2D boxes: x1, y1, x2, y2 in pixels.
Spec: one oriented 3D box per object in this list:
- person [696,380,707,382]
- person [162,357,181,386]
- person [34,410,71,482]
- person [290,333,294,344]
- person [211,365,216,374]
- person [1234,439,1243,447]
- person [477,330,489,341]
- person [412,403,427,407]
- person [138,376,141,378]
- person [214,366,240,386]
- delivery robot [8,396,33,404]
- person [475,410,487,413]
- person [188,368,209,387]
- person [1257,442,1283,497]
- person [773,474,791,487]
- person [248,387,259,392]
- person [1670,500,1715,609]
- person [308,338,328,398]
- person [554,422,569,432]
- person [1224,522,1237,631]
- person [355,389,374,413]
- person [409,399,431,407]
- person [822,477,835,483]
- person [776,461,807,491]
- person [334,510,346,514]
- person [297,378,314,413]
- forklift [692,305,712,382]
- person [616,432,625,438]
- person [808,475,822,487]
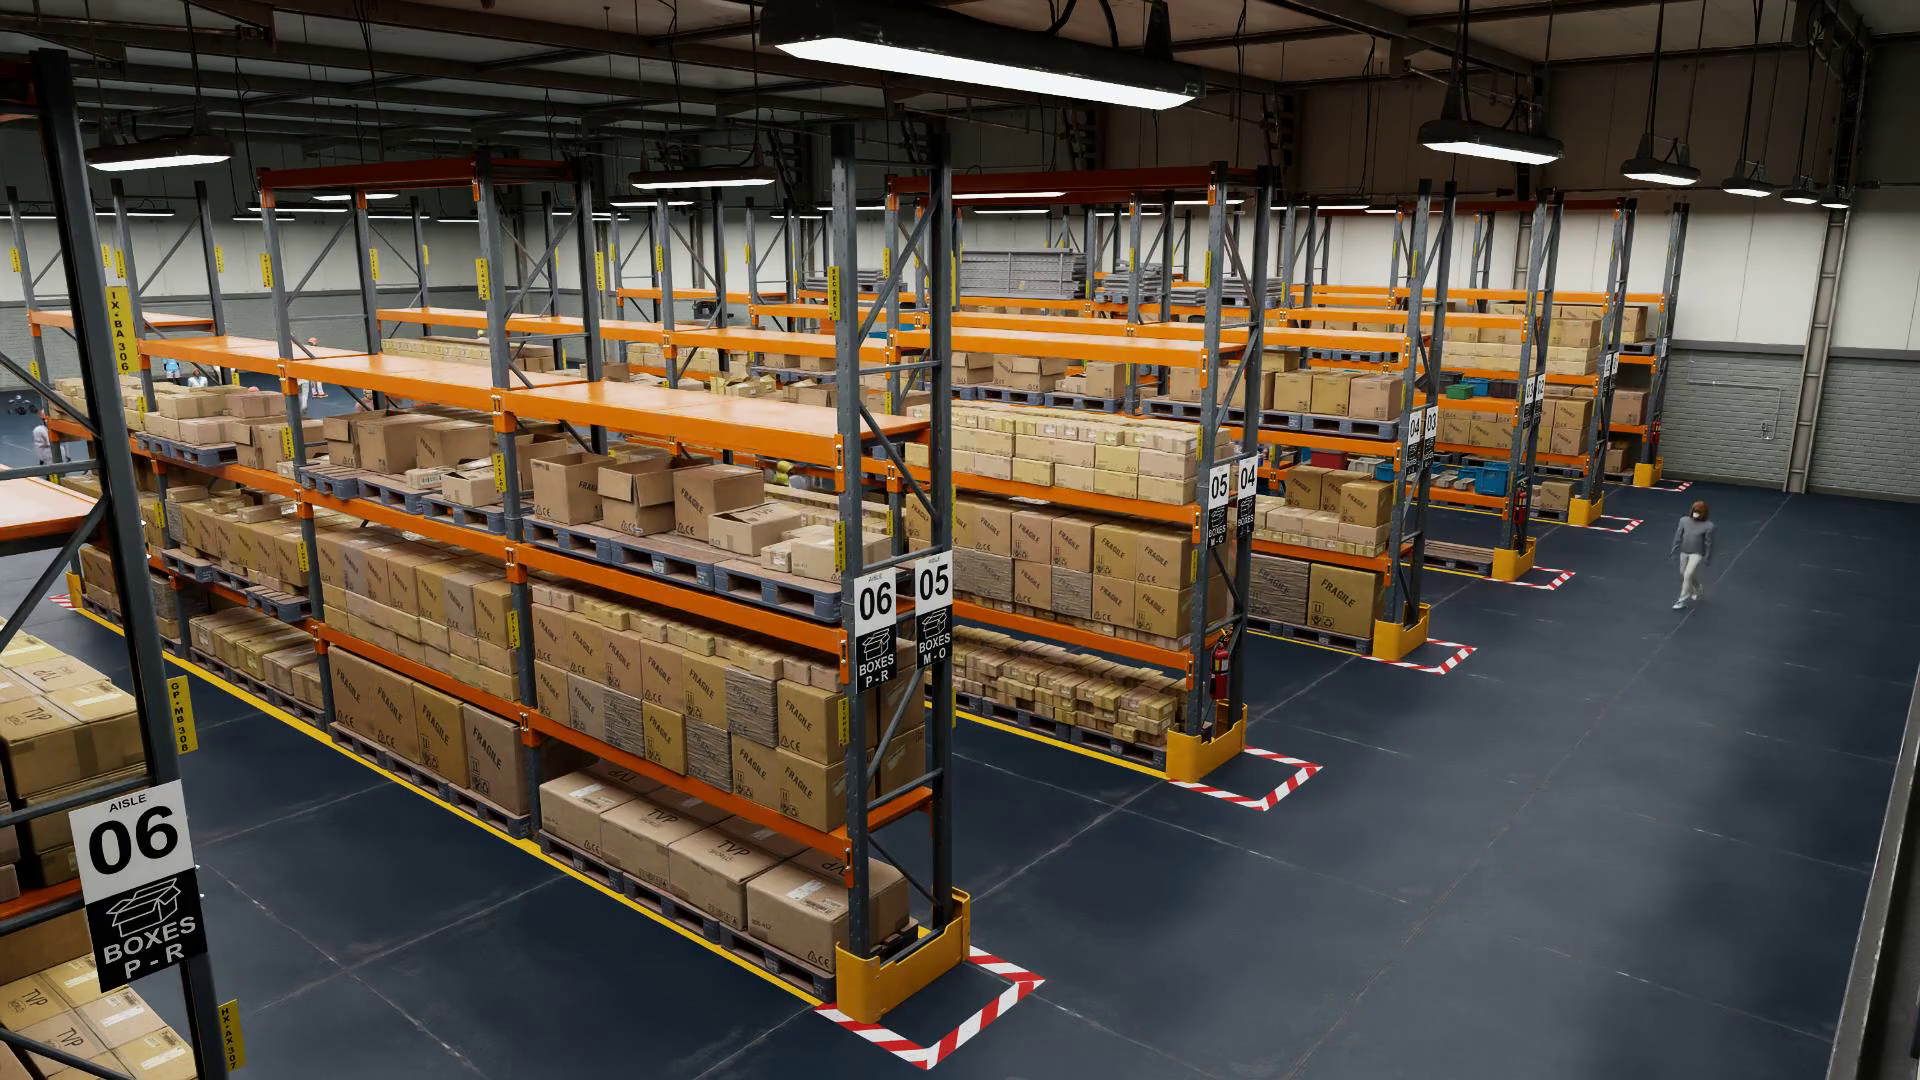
[{"bbox_3d":[-9.074,-6.079,43.769,0.694,1.862,0.979,-11,18,-38],"label":"person"},{"bbox_3d":[-26.888,-5.801,42.956,0.318,1.697,0.535,8,16,30],"label":"person"},{"bbox_3d":[-18.597,-1.749,25.822,0.588,1.919,0.551,9,16,32],"label":"person"},{"bbox_3d":[-26.258,-7.404,49.264,0.430,1.837,0.619,0,14,-2],"label":"person"},{"bbox_3d":[-25.403,-5.918,43.206,0.983,1.821,0.536,9,16,32],"label":"person"},{"bbox_3d":[5.576,-1.598,25.205,0.728,1.923,0.543,11,17,38],"label":"person"},{"bbox_3d":[-18.282,-7.118,48.137,0.673,1.806,0.621,12,18,39],"label":"person"},{"bbox_3d":[-11.485,-2.010,26.789,0.880,1.957,0.641,-6,15,-24],"label":"person"},{"bbox_3d":[-22.220,-3.689,34.435,0.693,1.619,0.531,-11,17,-37],"label":"person"},{"bbox_3d":[-22.109,-4.651,38.026,0.627,1.804,0.945,-6,15,-23],"label":"person"},{"bbox_3d":[-28.752,-4.292,38.479,0.698,0.223,0.335,2,14,6],"label":"delivery robot"},{"bbox_3d":[-10.865,-2.511,28.722,0.605,2.035,0.385,7,15,27],"label":"person"},{"bbox_3d":[-21.954,-4.157,36.343,0.511,1.622,0.493,-12,18,-40],"label":"person"},{"bbox_3d":[6.278,-1.736,25.997,0.575,1.816,0.848,-13,19,-42],"label":"person"},{"bbox_3d":[-2.832,-0.226,20.029,0.931,1.680,0.492,5,15,21],"label":"person"},{"bbox_3d":[-16.372,-2.604,29.318,0.375,1.931,0.542,-3,14,-11],"label":"person"},{"bbox_3d":[10.805,0.188,18.513,0.737,1.605,0.506,-7,16,-28],"label":"person"},{"bbox_3d":[-21.666,-5.801,42.337,0.611,1.994,0.385,5,15,21],"label":"person"},{"bbox_3d":[-9.517,-2.839,30.392,0.590,1.883,0.917,6,15,24],"label":"person"},{"bbox_3d":[3.655,0.564,16.906,0.560,1.620,0.540,9,16,34],"label":"person"},{"bbox_3d":[-13.738,-2.623,29.443,0.408,1.906,0.652,7,15,26],"label":"person"},{"bbox_3d":[-13.967,-3.394,32.685,0.637,1.892,1.037,-8,16,-30],"label":"person"},{"bbox_3d":[-2.876,-2.230,27.842,0.992,1.906,0.600,11,18,38],"label":"person"},{"bbox_3d":[-2.749,-0.430,20.670,0.538,1.785,0.664,8,16,30],"label":"person"},{"bbox_3d":[-11.854,-1.359,24.418,0.980,1.828,0.598,4,14,17],"label":"person"},{"bbox_3d":[-20.197,-4.855,38.639,0.624,1.912,0.952,-3,14,-14],"label":"person"},{"bbox_3d":[-9.511,-7.392,47.124,1.873,2.768,1.129,11,17,38],"label":"forklift"},{"bbox_3d":[-9.105,-3.685,33.777,0.580,1.919,0.591,0,14,2],"label":"person"},{"bbox_3d":[-2.856,-1.530,25.023,0.328,1.874,0.510,12,18,40],"label":"person"}]
